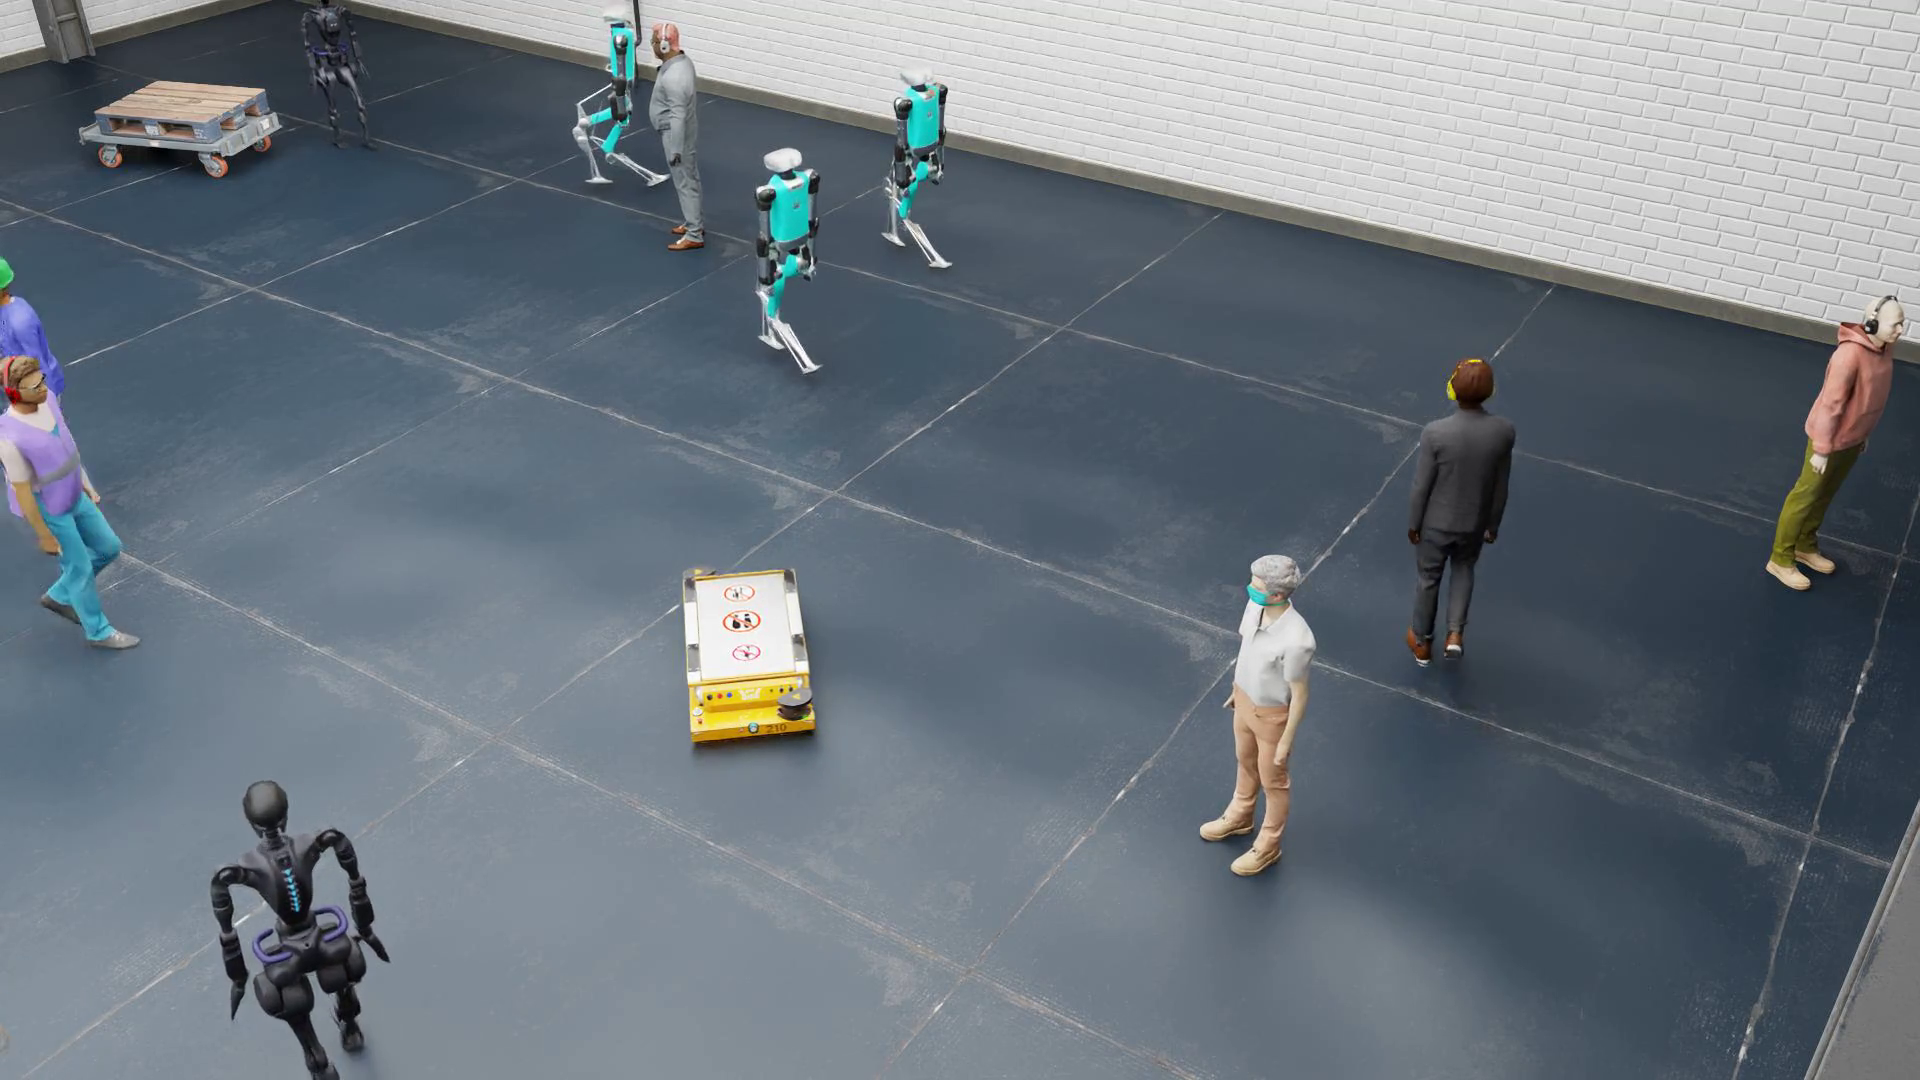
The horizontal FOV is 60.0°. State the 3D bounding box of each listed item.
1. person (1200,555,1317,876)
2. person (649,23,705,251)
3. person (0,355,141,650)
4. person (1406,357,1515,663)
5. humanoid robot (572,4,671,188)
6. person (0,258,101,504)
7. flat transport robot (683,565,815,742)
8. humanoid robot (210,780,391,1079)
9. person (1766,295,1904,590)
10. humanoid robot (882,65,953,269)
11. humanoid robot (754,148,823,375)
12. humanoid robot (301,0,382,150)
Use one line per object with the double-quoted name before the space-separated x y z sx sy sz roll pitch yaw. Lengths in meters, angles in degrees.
"person" 1.399 0.794 7.656 0.326 1.744 0.478 -13 35 -19
"person" -2.395 -3.395 14.026 0.403 1.907 0.643 0 33 -1
"person" -4.941 -0.184 9.089 0.470 1.833 0.582 -2 33 -3
"person" 2.659 -0.130 8.986 0.515 1.859 0.431 0 33 0
"humanoid robot" -3.197 -3.951 15.050 1.022 1.733 0.559 -3 33 -5
"person" -5.707 -0.930 10.248 0.412 1.851 0.596 -25 40 -34
"flat transport robot" -1.205 0.592 9.335 0.659 0.231 1.431 -5 33 -8
"humanoid robot" -2.578 1.599 6.493 0.610 1.632 0.724 -22 39 -30
"person" 5.137 -0.588 9.722 0.520 1.837 0.367 -20 38 -29
"humanoid robot" -0.459 -3.089 13.740 1.065 1.753 0.563 28 42 36
"humanoid robot" -1.343 -2.032 12.050 0.550 1.737 1.033 -28 42 -36
"humanoid robot" -6.011 -4.569 16.068 0.606 1.641 0.598 27 42 36
